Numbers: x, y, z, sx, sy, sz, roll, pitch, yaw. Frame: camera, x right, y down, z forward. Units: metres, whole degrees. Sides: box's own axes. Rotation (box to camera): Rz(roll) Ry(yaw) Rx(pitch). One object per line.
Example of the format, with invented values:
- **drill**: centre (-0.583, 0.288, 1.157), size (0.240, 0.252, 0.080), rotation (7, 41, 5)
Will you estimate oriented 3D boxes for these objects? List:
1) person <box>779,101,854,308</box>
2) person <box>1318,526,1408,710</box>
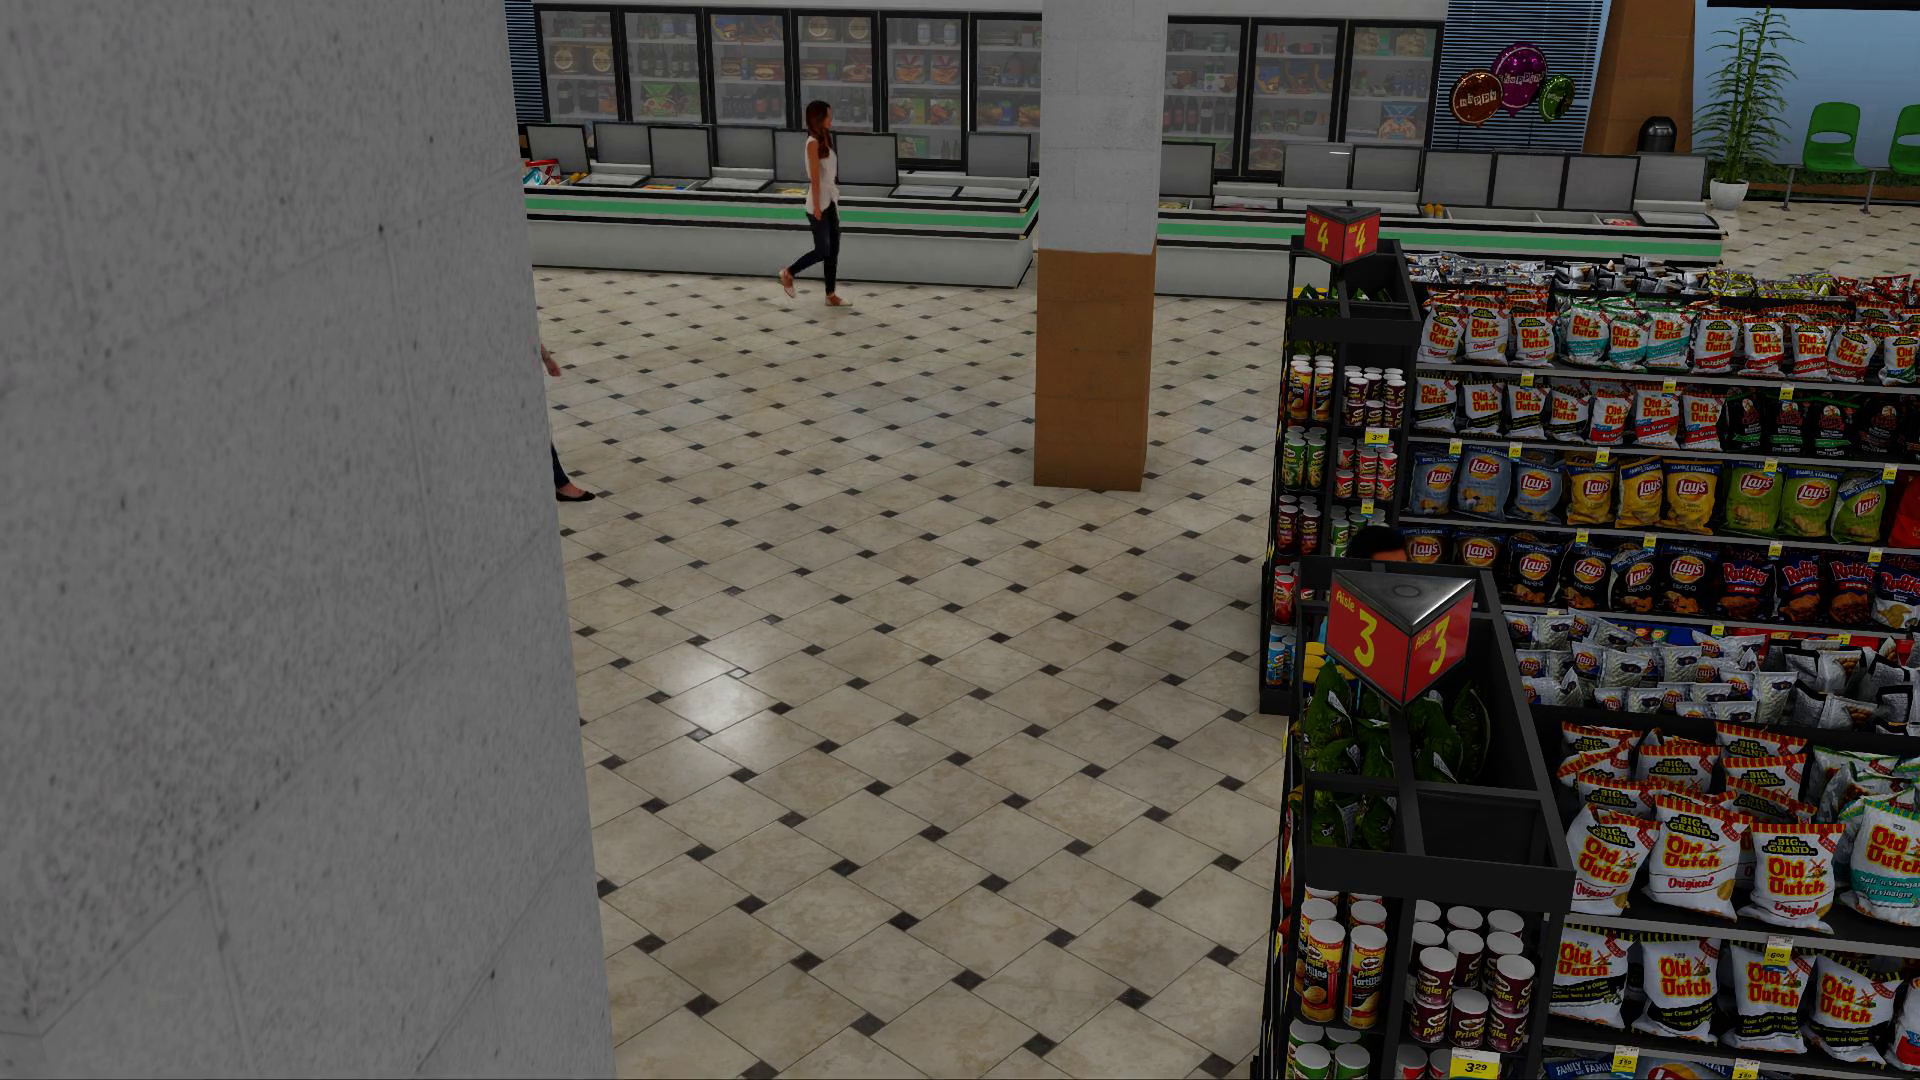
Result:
- **person**: centre (-1.280, -2.878, 14.387), size (0.904, 1.765, 0.643), rotation (6, 24, 13)
- **person**: centre (1.439, 0.773, 6.031), size (0.658, 1.776, 0.749), rotation (-12, 26, -25)
